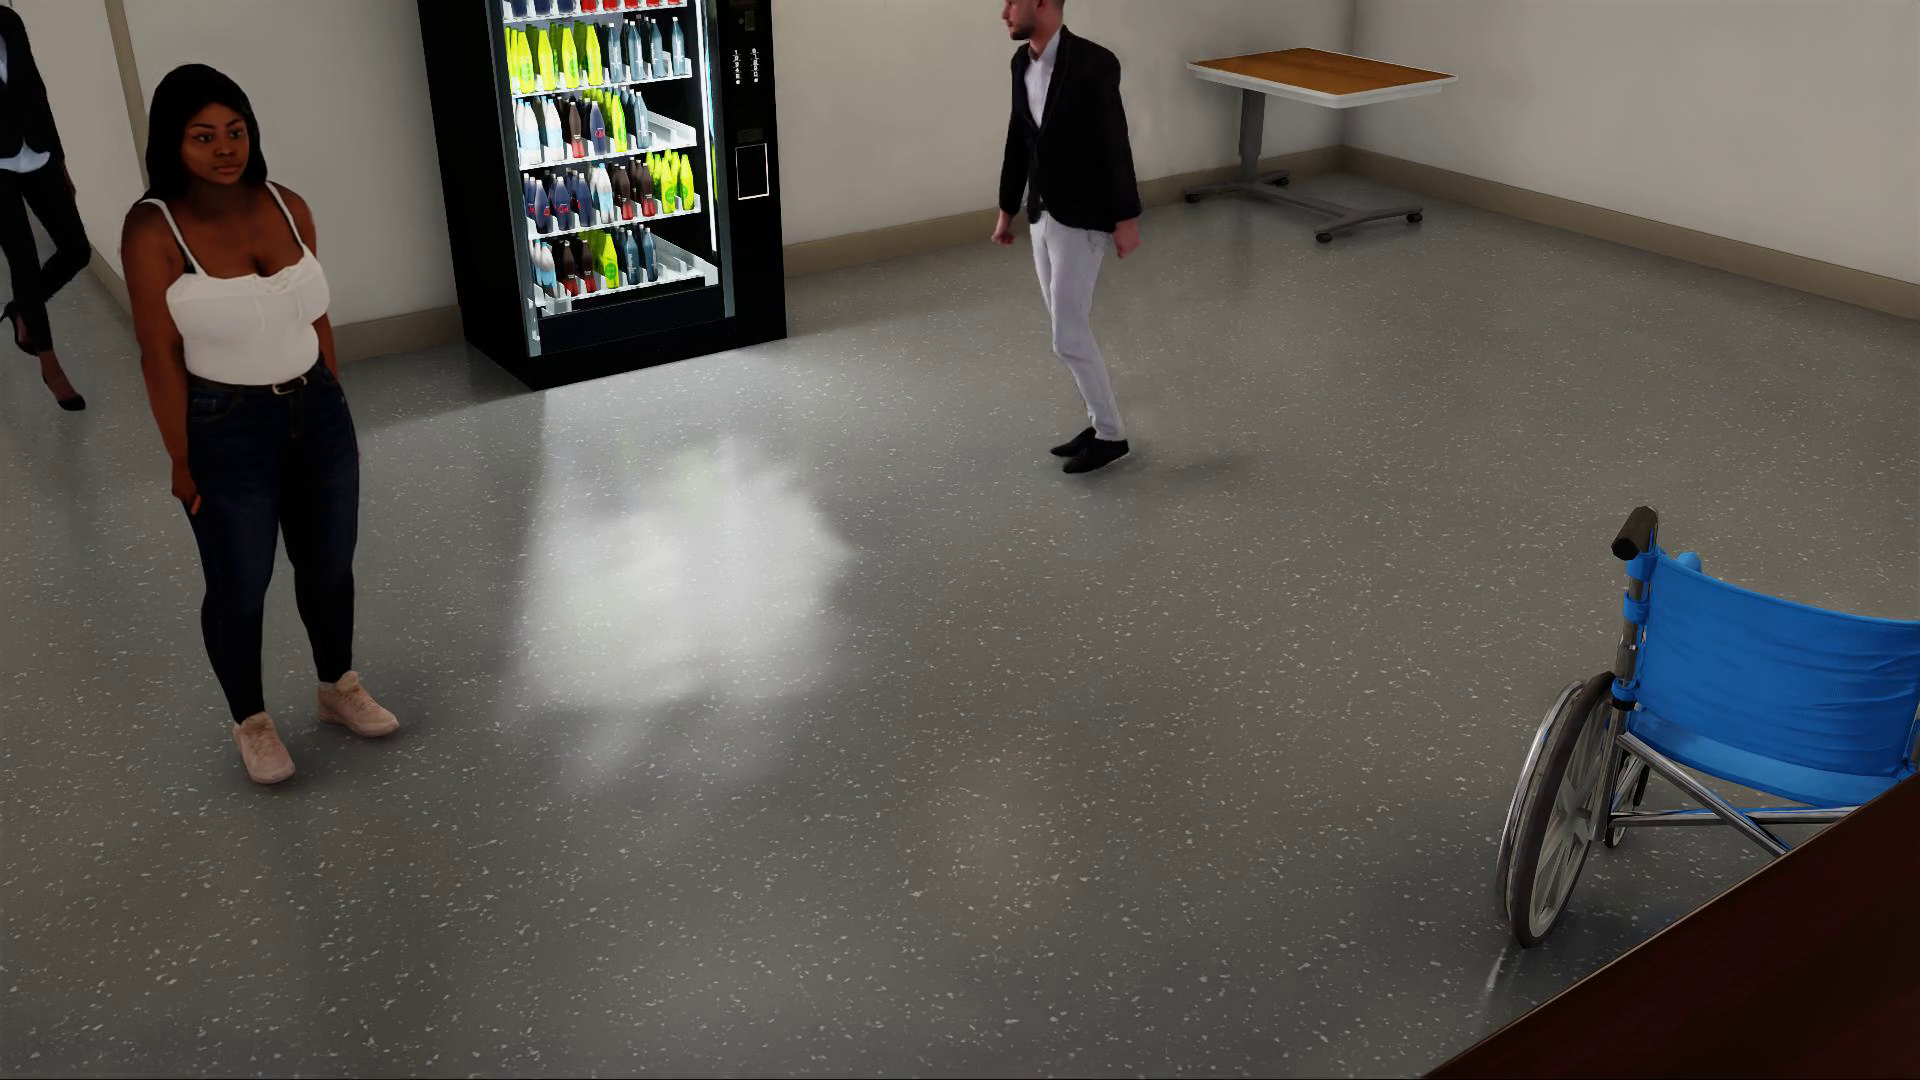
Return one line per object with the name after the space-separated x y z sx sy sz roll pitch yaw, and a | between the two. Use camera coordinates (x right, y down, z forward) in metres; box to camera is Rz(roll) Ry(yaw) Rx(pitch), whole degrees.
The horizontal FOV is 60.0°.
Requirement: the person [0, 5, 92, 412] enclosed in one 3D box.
-3.737 -1.396 6.480 0.855 1.821 0.831 14 29 26 | person

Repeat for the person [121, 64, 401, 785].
-1.753 -0.265 4.150 0.764 1.807 0.621 20 32 36 | person

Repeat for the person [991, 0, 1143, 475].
0.456 -1.117 5.931 0.691 1.796 0.641 23 34 39 | person
